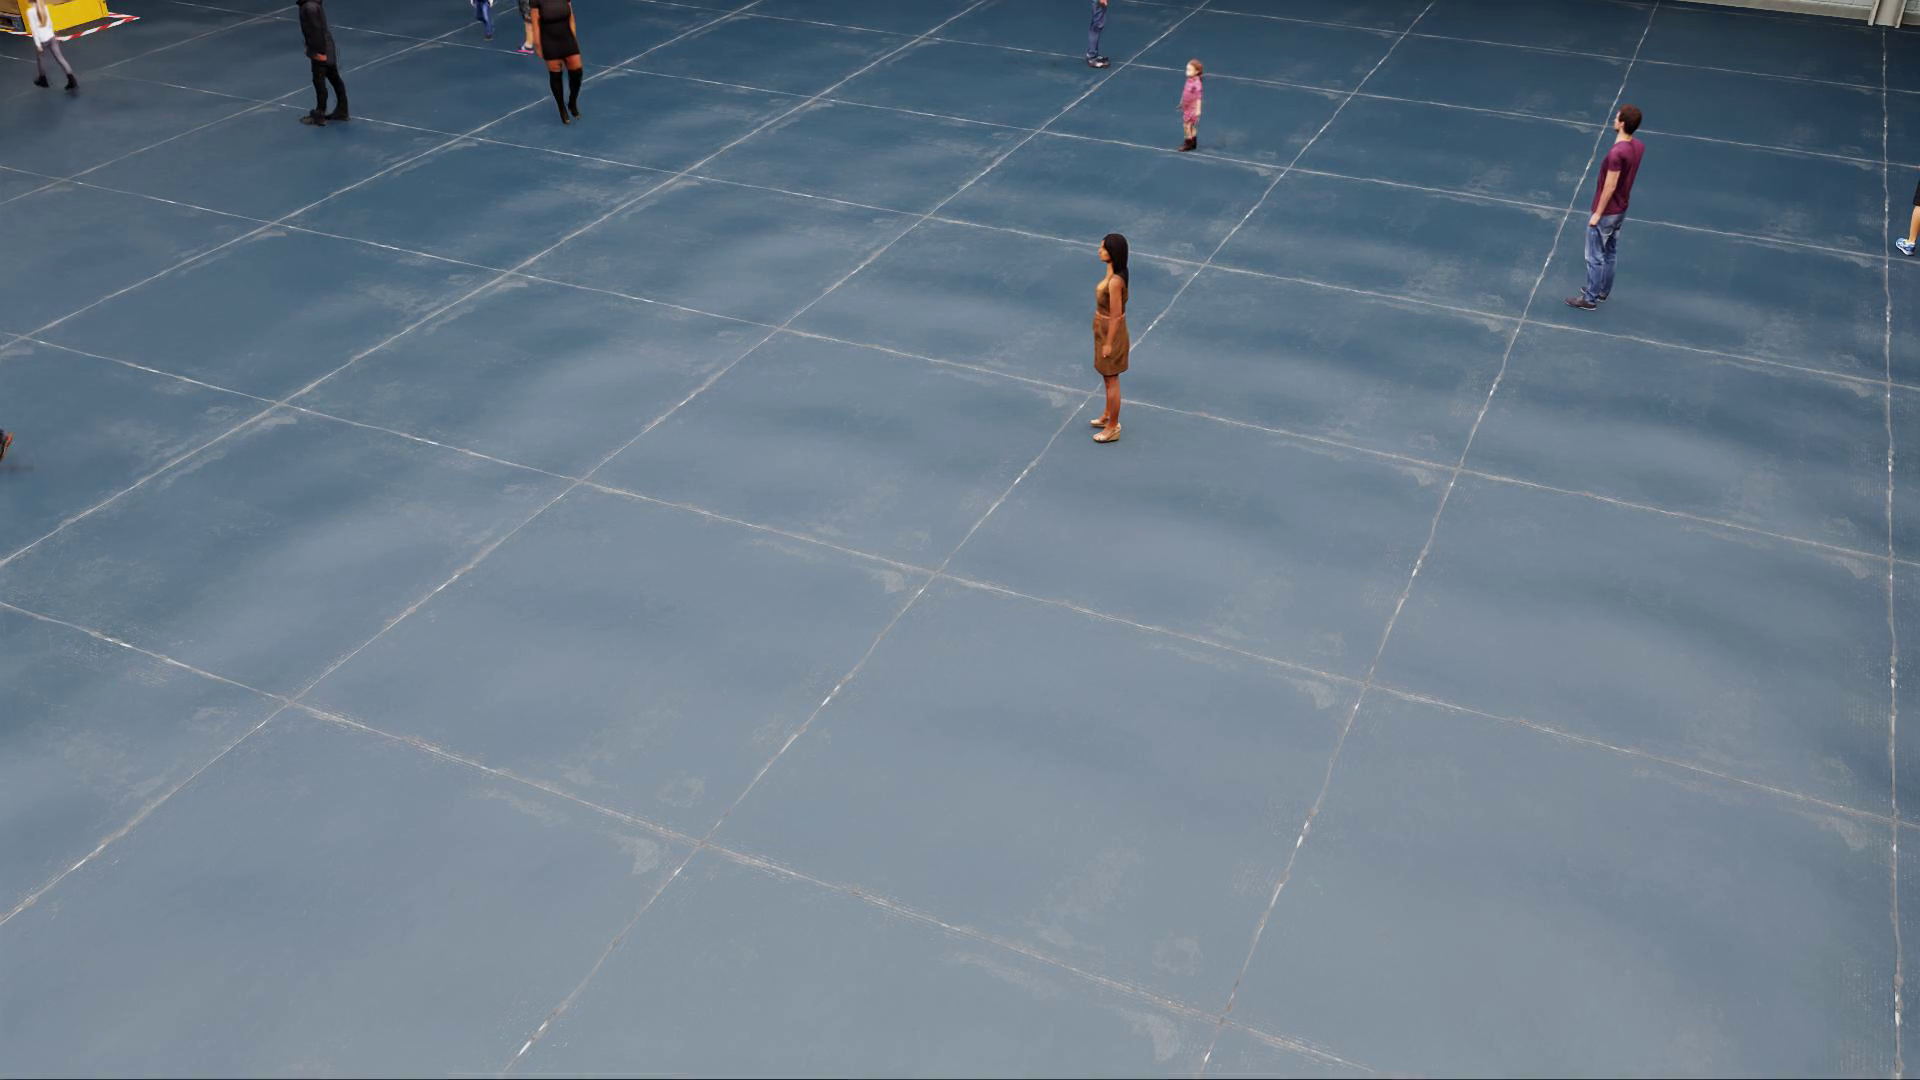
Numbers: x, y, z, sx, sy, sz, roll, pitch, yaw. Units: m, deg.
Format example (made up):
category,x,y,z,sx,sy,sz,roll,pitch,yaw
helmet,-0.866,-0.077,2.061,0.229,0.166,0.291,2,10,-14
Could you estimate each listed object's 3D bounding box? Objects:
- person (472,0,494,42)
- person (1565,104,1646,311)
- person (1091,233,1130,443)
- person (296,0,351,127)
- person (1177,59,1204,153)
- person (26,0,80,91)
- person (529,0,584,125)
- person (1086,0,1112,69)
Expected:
category,x,y,z,sx,sy,sz,roll,pitch,yaw
person,-6.450,-7.341,22.490,0.575,1.106,0.587,4,32,7
person,5.816,-2.977,14.869,0.677,1.855,0.723,28,42,37
person,1.157,-1.555,12.771,0.638,1.689,0.640,0,32,0
person,-7.348,-5.711,19.290,0.941,1.763,0.873,-9,33,-14
person,2.642,-4.885,18.683,0.593,1.012,0.533,-10,34,-15
person,-11.179,-6.125,20.423,0.901,1.254,0.495,14,35,21
person,-4.687,-5.767,19.305,0.789,1.841,0.837,-13,35,-20
person,1.792,-7.039,21.298,0.683,1.865,0.715,0,32,0
